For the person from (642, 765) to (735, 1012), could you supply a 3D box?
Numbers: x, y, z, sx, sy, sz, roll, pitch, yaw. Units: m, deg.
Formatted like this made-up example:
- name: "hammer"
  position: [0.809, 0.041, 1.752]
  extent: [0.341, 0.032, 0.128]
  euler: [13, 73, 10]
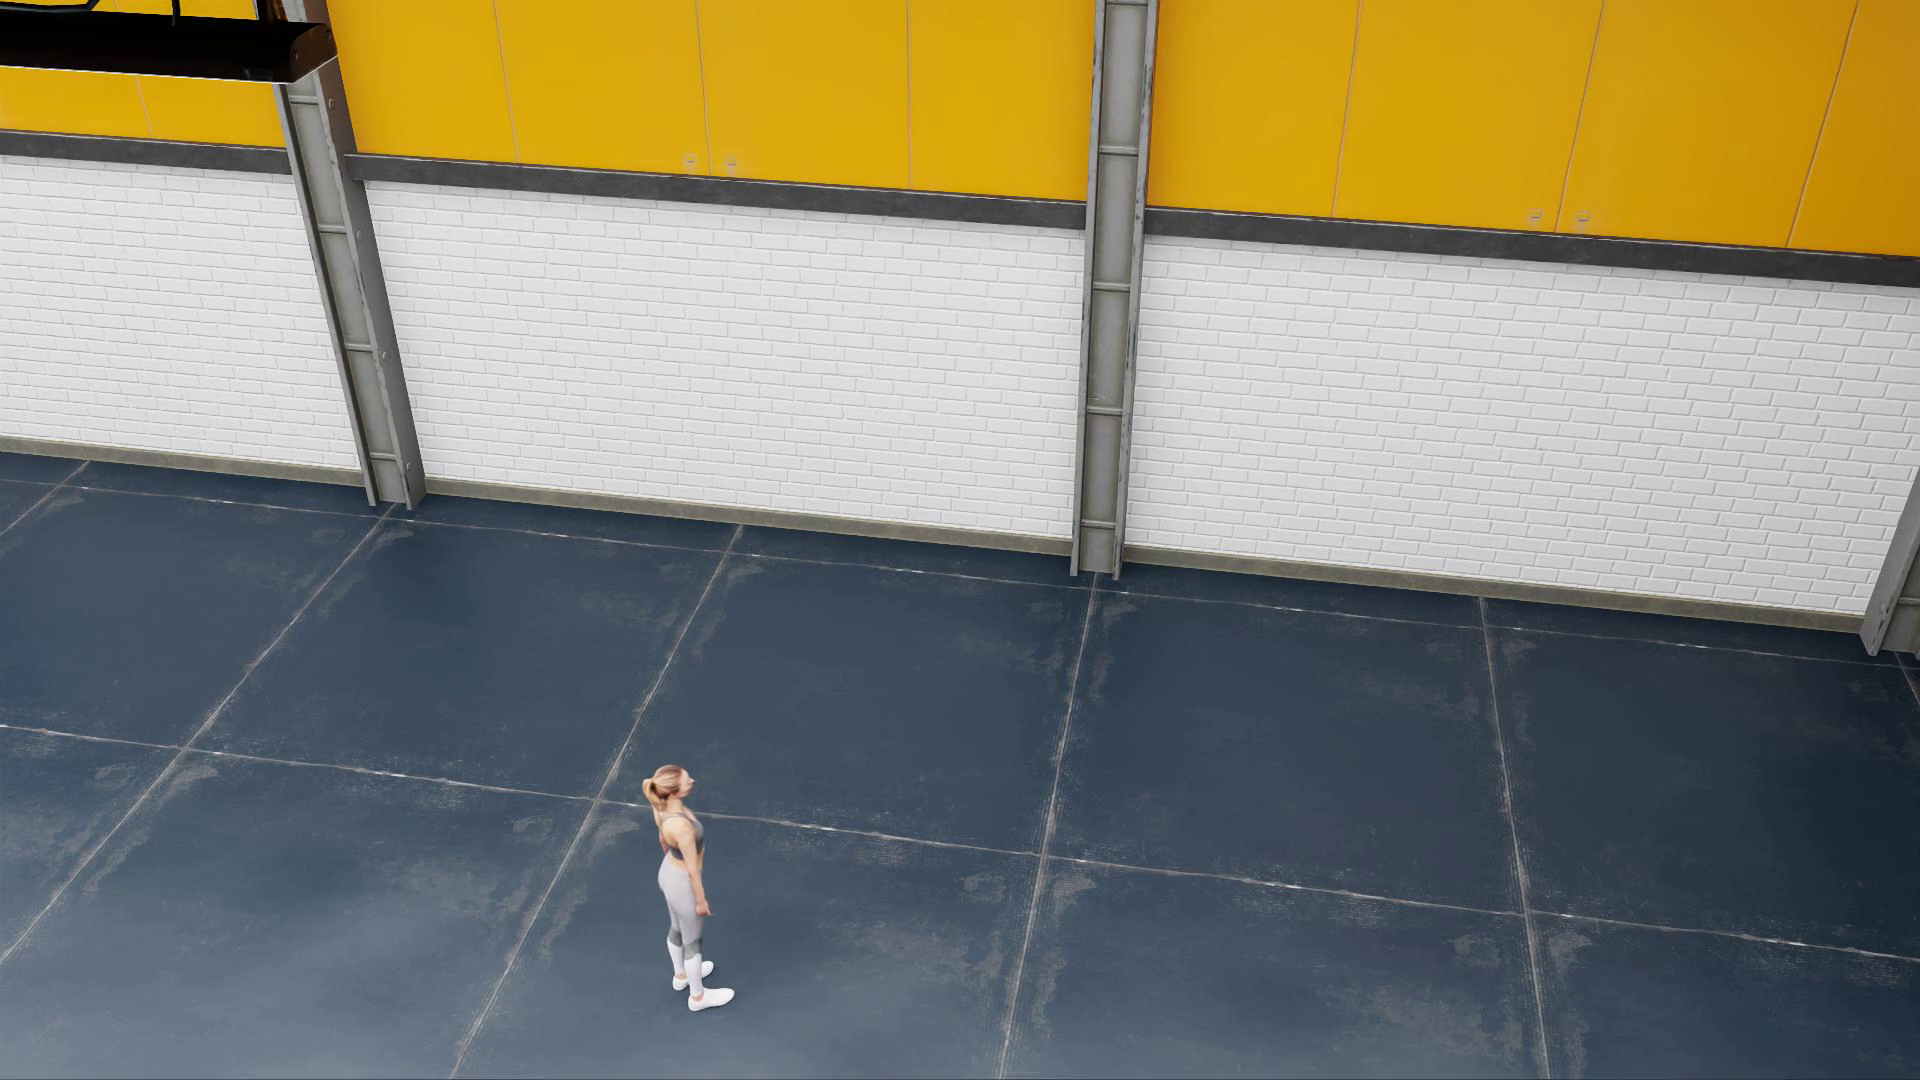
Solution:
- name: "person"
  position: [-1.549, 1.922, 9.271]
  extent: [0.700, 1.702, 0.649]
  euler: [-18, 38, -25]
